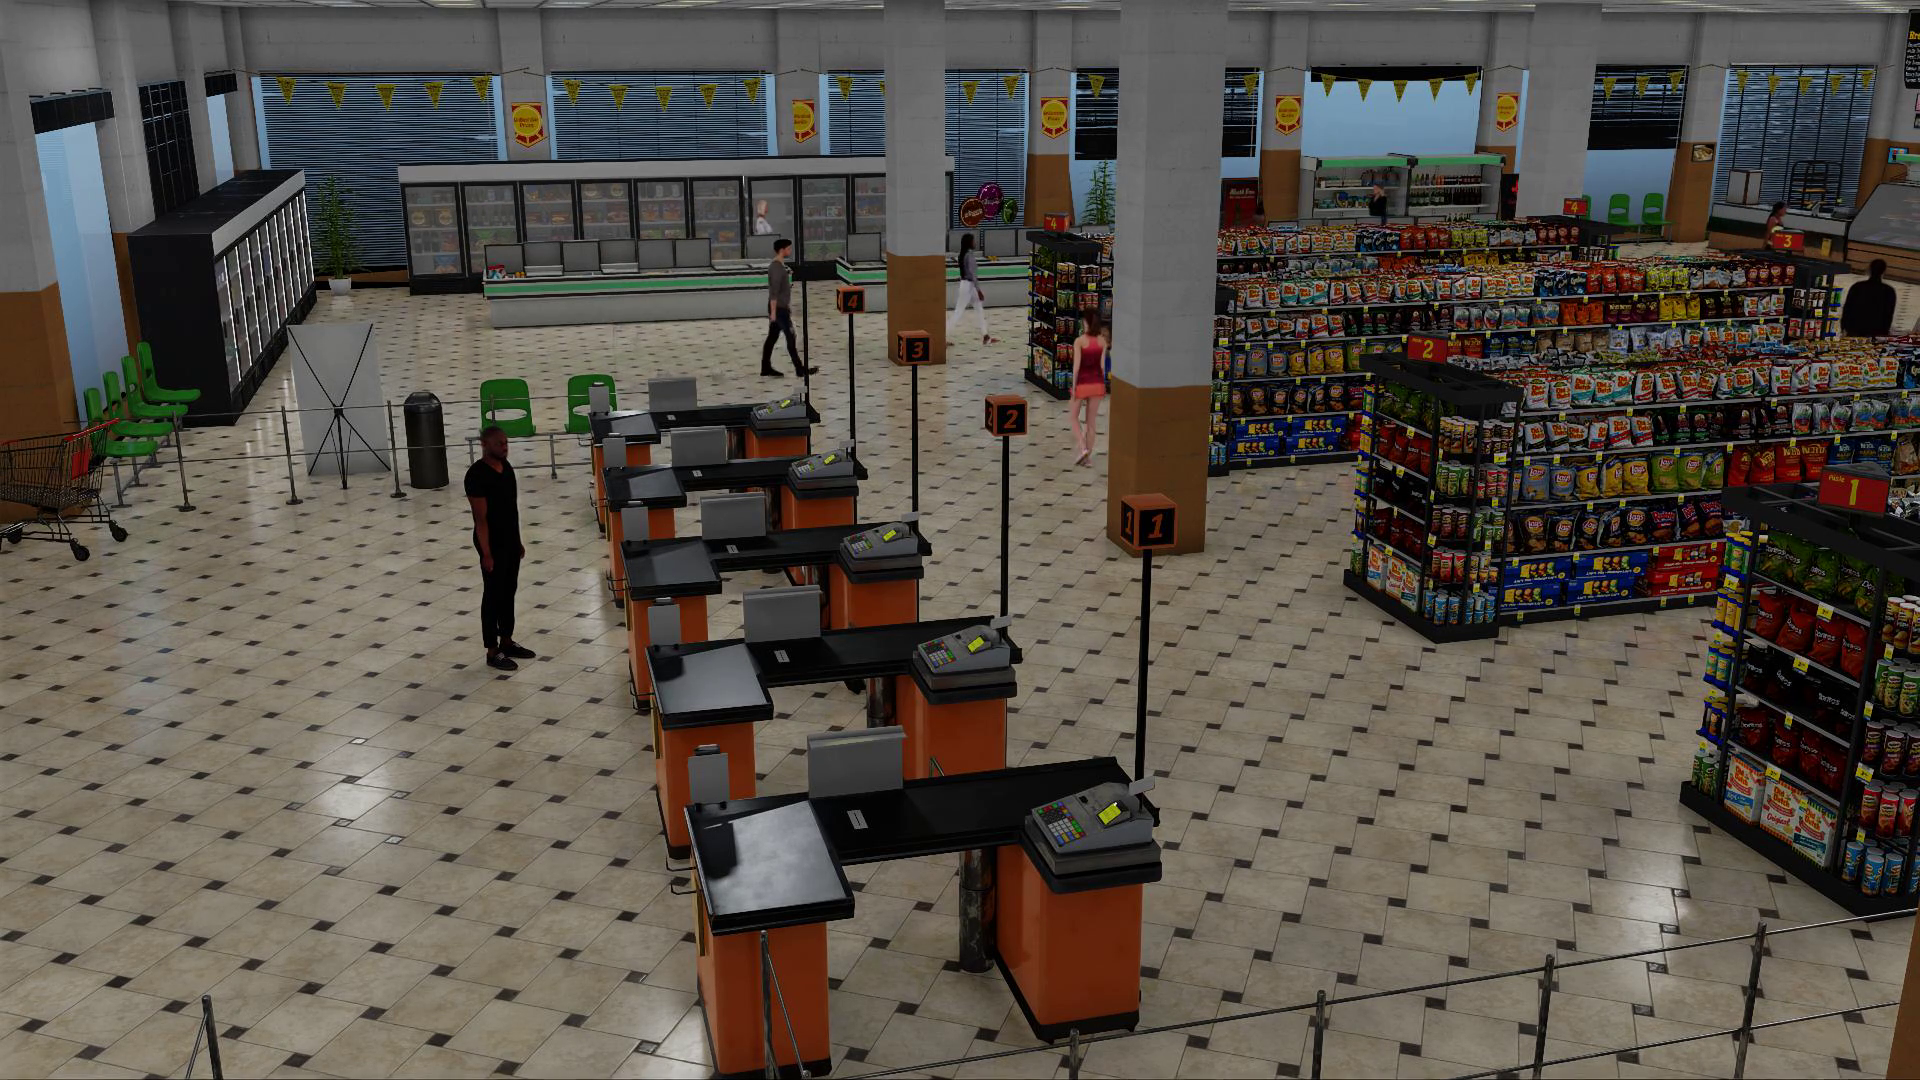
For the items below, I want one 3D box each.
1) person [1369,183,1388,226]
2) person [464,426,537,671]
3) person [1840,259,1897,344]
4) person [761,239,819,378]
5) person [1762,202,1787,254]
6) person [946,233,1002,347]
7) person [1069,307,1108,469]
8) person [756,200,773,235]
[{"bbox_3d":[8.497,-6.327,33.573,1.219,1.640,0.906,-12,20,-34],"label":"person"},{"bbox_3d":[-3.423,0.039,12.297,0.752,1.820,0.750,5,18,16],"label":"person"},{"bbox_3d":[11.437,-2.622,21.081,1.191,1.808,1.175,6,18,20],"label":"person"},{"bbox_3d":[-2.562,-3.125,22.620,1.052,1.877,0.794,-2,17,-6],"label":"person"},{"bbox_3d":[14.192,-5.075,29.276,0.811,1.741,0.814,-12,21,-34],"label":"person"},{"bbox_3d":[0.029,-3.678,24.786,1.256,1.678,0.781,-1,17,-3],"label":"person"},{"bbox_3d":[1.407,-1.615,17.887,0.617,1.737,0.603,-5,17,-15],"label":"person"},{"bbox_3d":[-3.544,-5.129,29.489,1.027,1.721,0.754,1,17,2],"label":"person"}]
